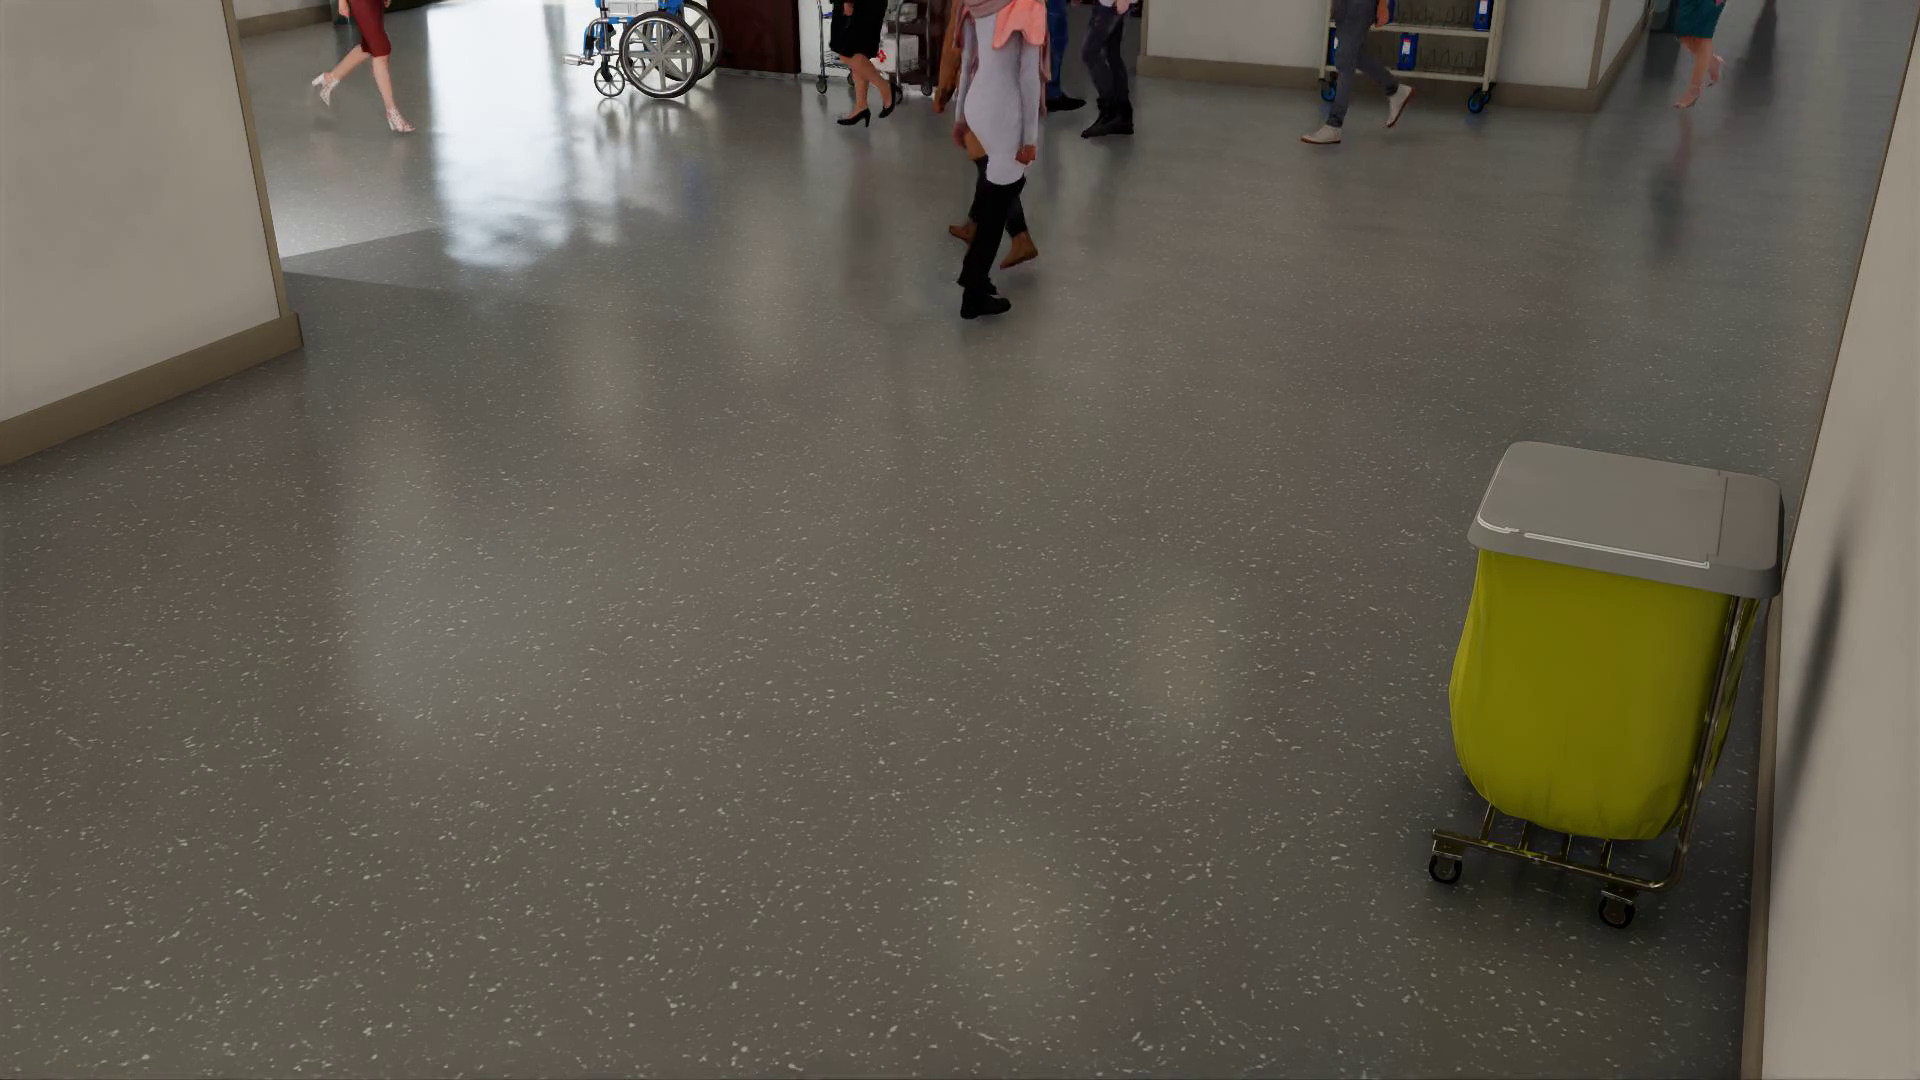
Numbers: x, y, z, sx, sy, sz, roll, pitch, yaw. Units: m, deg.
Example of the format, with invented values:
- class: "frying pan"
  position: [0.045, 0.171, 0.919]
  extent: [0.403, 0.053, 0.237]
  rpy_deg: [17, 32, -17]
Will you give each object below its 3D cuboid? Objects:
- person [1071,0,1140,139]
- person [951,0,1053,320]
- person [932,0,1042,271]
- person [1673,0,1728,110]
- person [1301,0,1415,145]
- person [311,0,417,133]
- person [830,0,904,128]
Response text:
- class: "person"
  position: [1.106, -3.618, 11.106]
  extent: [0.836, 1.812, 0.797]
  rpy_deg: [-5, 26, -10]
- class: "person"
  position: [0.108, -1.851, 7.490]
  extent: [0.827, 1.772, 0.751]
  rpy_deg: [-18, 31, -32]
- class: "person"
  position: [0.202, -2.181, 8.210]
  extent: [1.034, 1.697, 1.223]
  rpy_deg: [-16, 30, -30]
- class: "person"
  position: [5.442, -3.969, 11.989]
  extent: [0.843, 1.679, 0.787]
  rpy_deg: [-11, 28, -21]
- class: "person"
  position: [2.703, -3.552, 10.898]
  extent: [1.195, 1.875, 1.130]
  rpy_deg: [-9, 27, -18]
- class: "person"
  position: [-4.093, -3.632, 11.233]
  extent: [1.031, 1.728, 0.717]
  rpy_deg: [7, 27, 14]
- class: "person"
  position: [-0.621, -3.658, 11.379]
  extent: [0.844, 1.649, 0.810]
  rpy_deg: [2, 26, 5]
